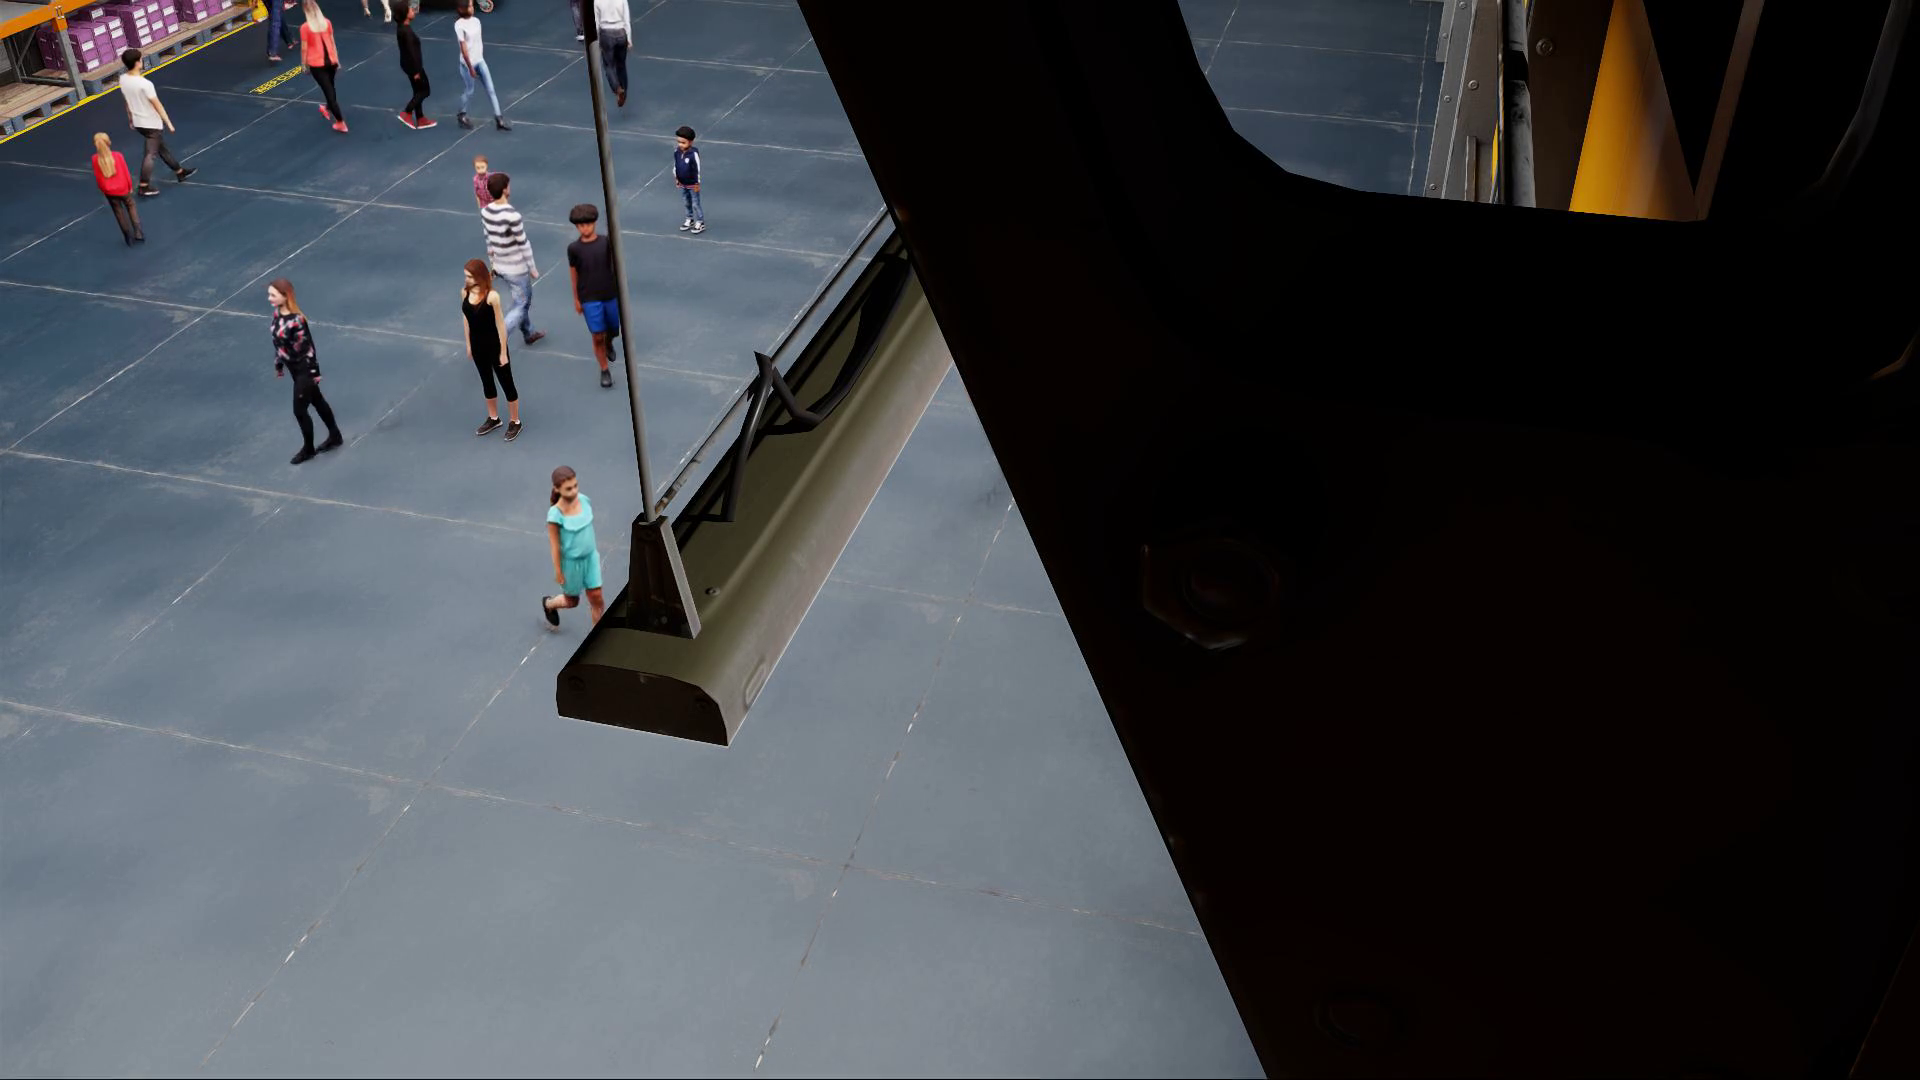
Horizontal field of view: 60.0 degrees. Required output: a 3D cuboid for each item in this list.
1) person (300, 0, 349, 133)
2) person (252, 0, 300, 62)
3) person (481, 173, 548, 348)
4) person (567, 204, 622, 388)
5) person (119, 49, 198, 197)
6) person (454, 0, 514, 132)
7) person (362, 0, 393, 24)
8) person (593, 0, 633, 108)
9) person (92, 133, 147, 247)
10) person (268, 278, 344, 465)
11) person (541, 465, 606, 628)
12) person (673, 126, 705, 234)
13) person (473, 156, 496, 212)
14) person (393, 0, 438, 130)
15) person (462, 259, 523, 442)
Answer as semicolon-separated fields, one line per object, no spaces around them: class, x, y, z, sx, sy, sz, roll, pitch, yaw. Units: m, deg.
person;-8.144;-6.080;21.394;0.912;1.664;1.030;24;40;31
person;-9.898;-7.754;23.814;0.787;1.773;1.208;5;34;7
person;-4.373;-2.576;15.979;0.921;1.823;1.184;23;40;30
person;-3.419;-2.338;15.656;0.886;1.783;1.009;-10;35;-15
person;-9.624;-4.880;19.576;0.853;1.679;1.166;18;38;25
person;-6.332;-6.105;21.412;0.881;1.685;1.074;19;38;27
person;-8.939;-8.672;25.309;0.962;1.647;1.074;26;41;33
person;-4.603;-6.646;22.123;1.016;1.800;1.161;-11;35;-16
person;-9.342;-3.863;18.412;0.617;1.273;0.676;-15;36;-21
person;-5.671;-1.524;14.540;0.784;1.664;0.881;29;43;36
person;-2.853;0.123;12.170;0.843;1.543;0.965;23;40;30
person;-3.060;-4.081;18.786;0.569;1.222;0.576;22;39;29
person;-5.246;-3.805;18.564;0.638;1.007;0.782;-8;35;-12
person;-7.108;-6.061;21.371;0.879;1.658;0.812;-21;39;-28
person;-4.173;-1.717;14.778;0.607;1.721;0.571;15;36;21
